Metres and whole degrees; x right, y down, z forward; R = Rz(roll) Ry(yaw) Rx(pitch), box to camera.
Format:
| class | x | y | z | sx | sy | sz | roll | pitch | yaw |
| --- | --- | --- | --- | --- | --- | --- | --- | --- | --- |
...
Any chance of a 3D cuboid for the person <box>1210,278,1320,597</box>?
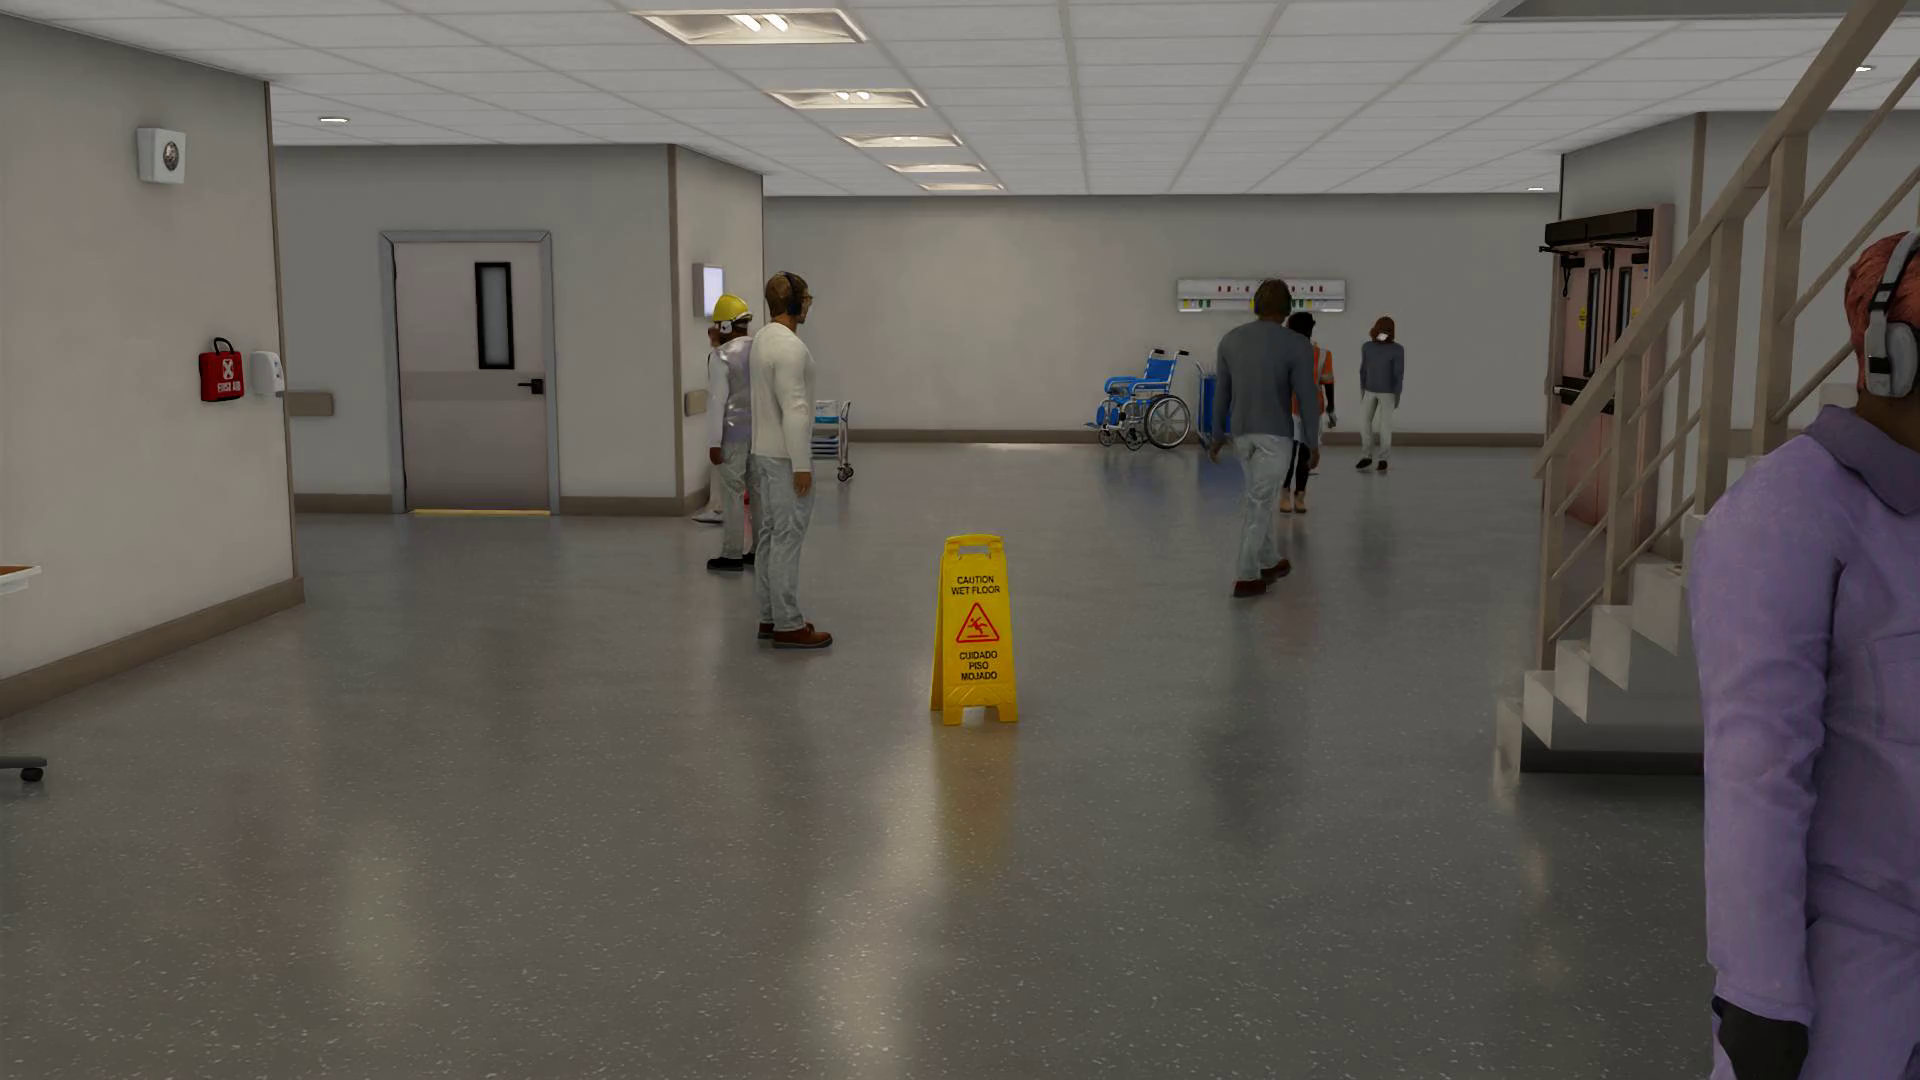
| class | x | y | z | sx | sy | sz | roll | pitch | yaw |
| --- | --- | --- | --- | --- | --- | --- | --- | --- | --- |
| person | 1.936 | -0.628 | 10.162 | 0.661 | 1.907 | 0.898 | 8 | 11 | 43 |

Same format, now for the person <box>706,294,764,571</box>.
| class | x | y | z | sx | sy | sz | roll | pitch | yaw |
| --- | --- | --- | --- | --- | --- | --- | --- | --- | --- |
| person | -1.465 | -0.701 | 10.983 | 0.403 | 1.824 | 0.590 | 6 | 10 | 34 |

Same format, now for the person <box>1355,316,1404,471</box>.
| class | x | y | z | sx | sy | sz | roll | pitch | yaw |
| --- | --- | --- | --- | --- | --- | --- | --- | --- | --- |
| person | 4.345 | -1.508 | 17.163 | 0.528 | 1.600 | 0.436 | 7 | 11 | 39 |

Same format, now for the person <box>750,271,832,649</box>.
| class | x | y | z | sx | sy | sz | roll | pitch | yaw |
| --- | --- | --- | --- | --- | --- | --- | --- | --- | --- |
| person | -0.893 | -0.411 | 8.599 | 0.358 | 1.939 | 0.636 | -3 | 9 | -20 |

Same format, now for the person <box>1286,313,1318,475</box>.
| class | x | y | z | sx | sy | sz | roll | pitch | yaw |
| --- | --- | --- | --- | --- | --- | --- | --- | --- | --- |
| person | 3.387 | -1.465 | 16.775 | 0.513 | 1.642 | 0.311 | 6 | 10 | 36 |

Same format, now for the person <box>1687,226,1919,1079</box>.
| class | x | y | z | sx | sy | sz | roll | pitch | yaw |
| --- | --- | --- | --- | --- | --- | --- | --- | --- | --- |
| person | 1.254 | 0.541 | 2.232 | 0.639 | 1.911 | 0.406 | -5 | 10 | -31 |

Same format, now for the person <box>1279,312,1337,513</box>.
| class | x | y | z | sx | sy | sz | roll | pitch | yaw |
| --- | --- | --- | --- | --- | --- | --- | --- | --- | --- |
| person | 2.840 | -1.045 | 13.770 | 0.539 | 1.681 | 0.498 | -1 | 8 | -5 |

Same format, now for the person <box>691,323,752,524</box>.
| class | x | y | z | sx | sy | sz | roll | pitch | yaw |
| --- | --- | --- | --- | --- | --- | --- | --- | --- | --- |
| person | -1.820 | -0.918 | 13.158 | 0.589 | 1.592 | 0.777 | 8 | 11 | 43 |
